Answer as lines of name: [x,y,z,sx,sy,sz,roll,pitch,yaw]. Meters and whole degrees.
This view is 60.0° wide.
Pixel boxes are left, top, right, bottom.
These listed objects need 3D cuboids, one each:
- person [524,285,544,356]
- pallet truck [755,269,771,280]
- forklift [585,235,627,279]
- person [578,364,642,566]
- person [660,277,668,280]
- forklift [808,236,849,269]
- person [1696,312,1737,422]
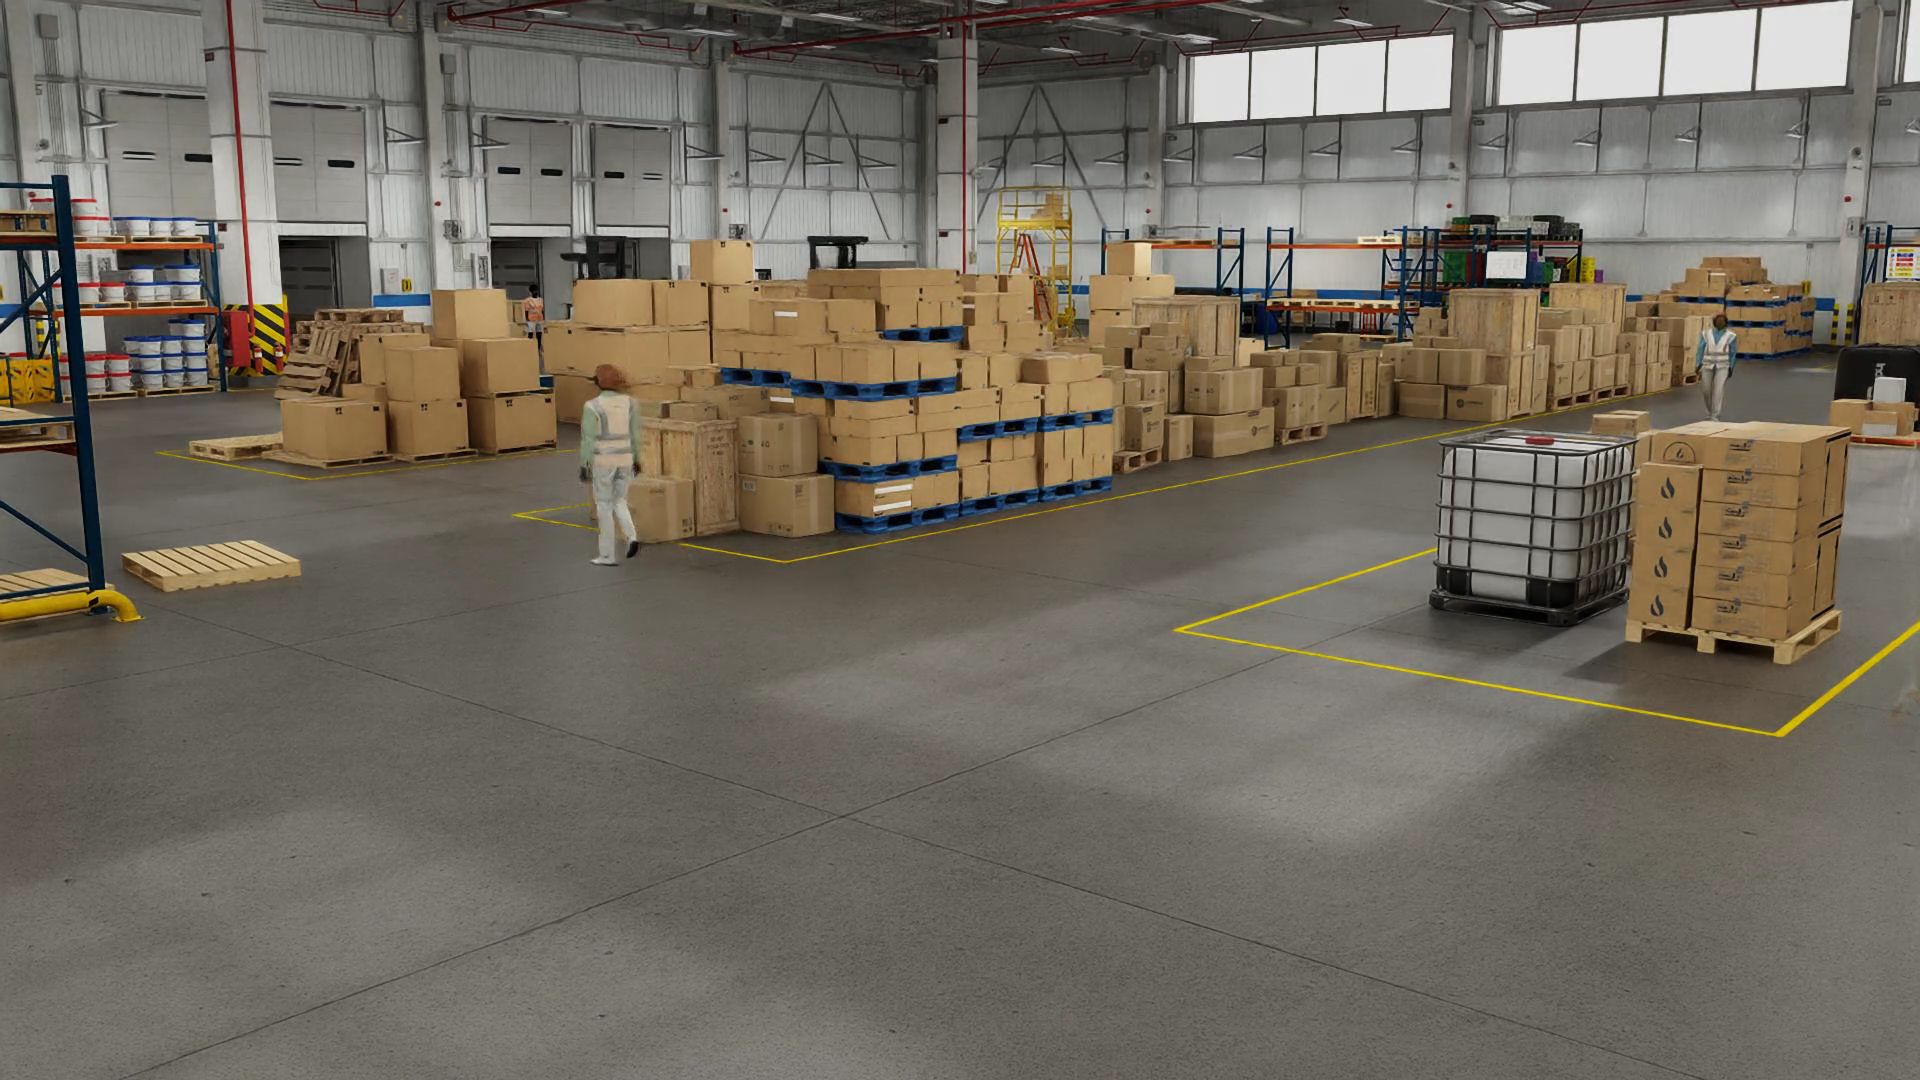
person: [-9.978,-5.147,39.062,0.317,1.695,0.540,9,13,42]
pallet truck: [-4.996,-6.432,45.525,1.885,1.965,0.823,-6,12,-32]
forklift: [-8.035,-5.558,38.039,1.873,2.768,1.129,8,13,40]
person: [-2.811,-0.601,13.370,0.378,1.623,0.595,9,14,43]
person: [-6.364,-4.705,35.907,0.635,1.928,0.381,-5,11,-26]
forklift: [-3.079,-5.743,39.090,1.129,2.768,1.873,-6,12,-30]
person: [11.110,-2.540,24.425,0.526,1.620,0.575,6,12,33]
